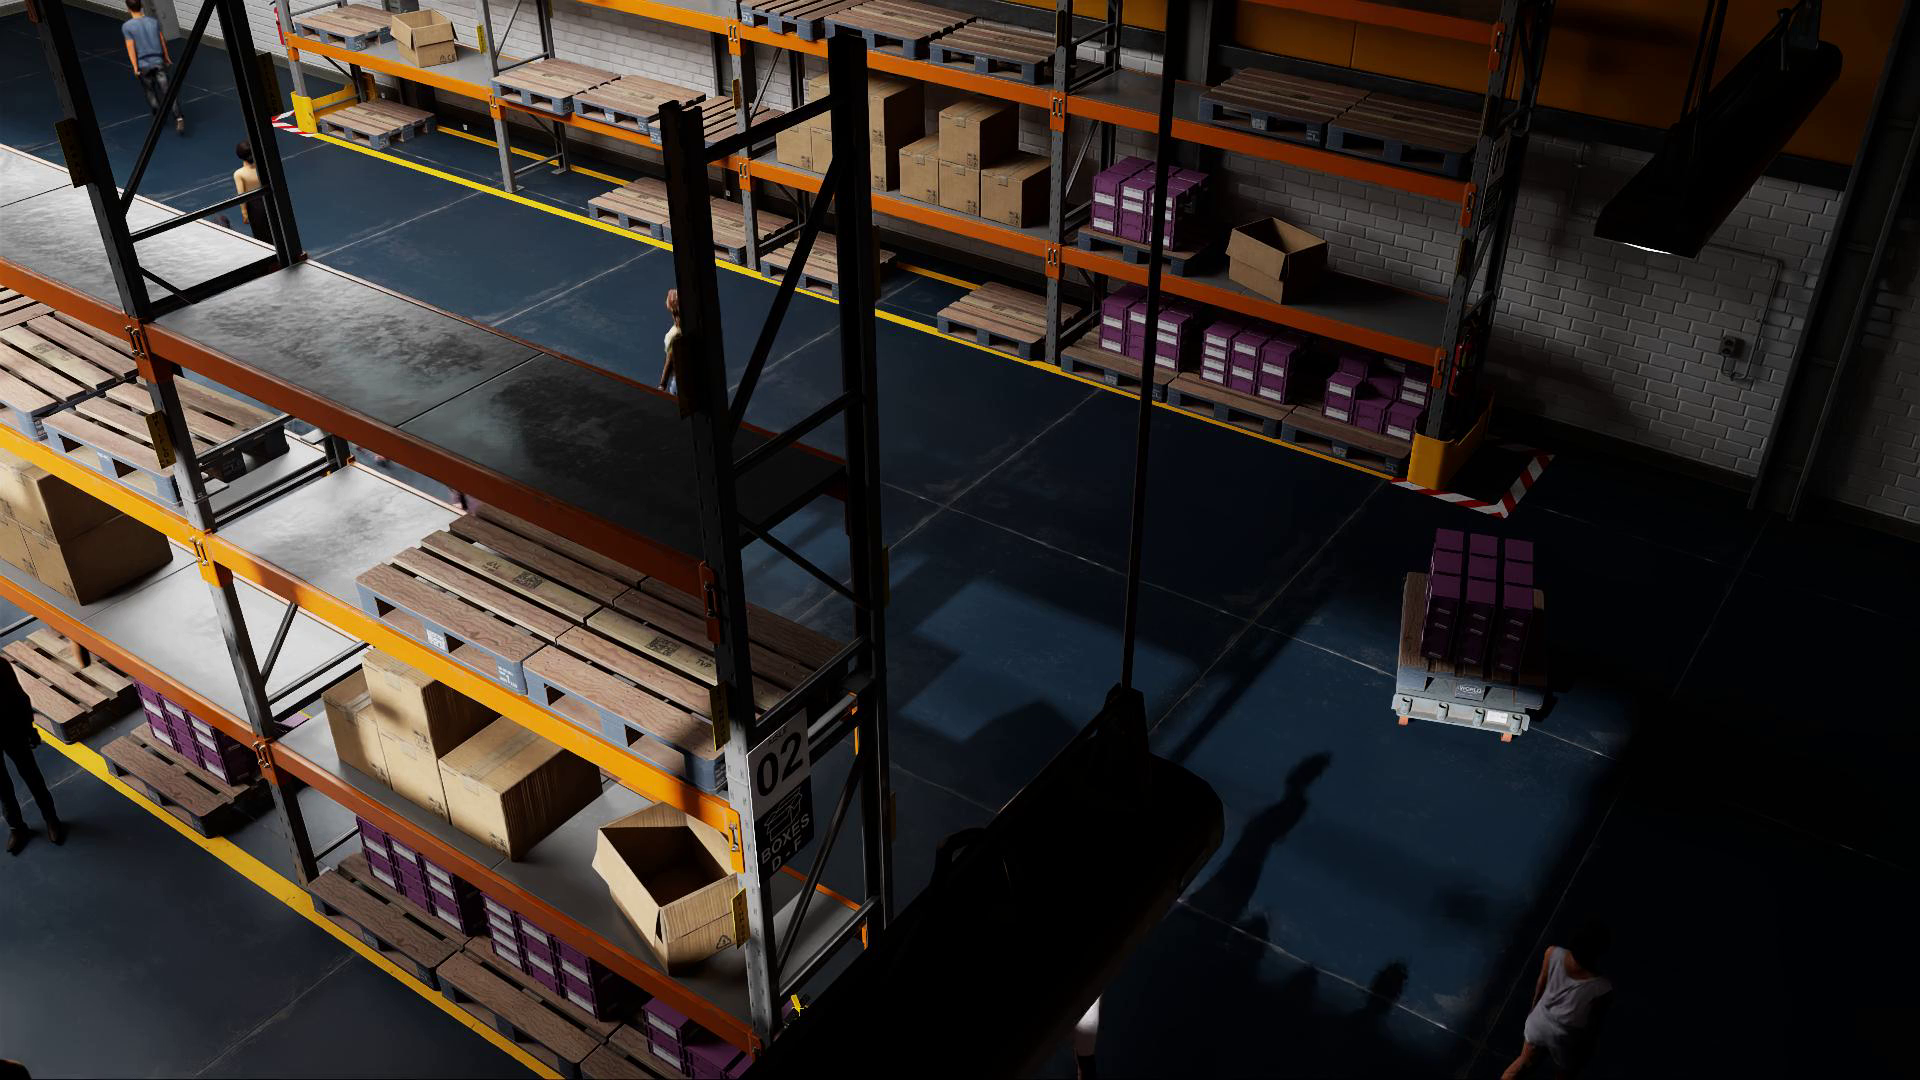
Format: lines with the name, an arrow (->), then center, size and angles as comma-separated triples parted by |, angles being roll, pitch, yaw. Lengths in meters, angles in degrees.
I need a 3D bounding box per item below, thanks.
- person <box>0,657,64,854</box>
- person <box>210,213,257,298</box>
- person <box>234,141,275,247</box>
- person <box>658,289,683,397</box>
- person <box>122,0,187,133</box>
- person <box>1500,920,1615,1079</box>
person -> -6.230, 1.243, 10.750 | 0.719, 1.782, 0.736 | -11, 35, -16
person -> -6.964, -2.290, 16.110 | 0.876, 1.733, 1.229 | -21, 39, -28
person -> -7.580, -3.548, 18.075 | 0.631, 1.652, 0.626 | -23, 40, -31
person -> -2.340, -1.401, 14.811 | 1.078, 1.690, 0.850 | 8, 34, 11
person -> -10.704, -6.294, 22.087 | 0.844, 1.784, 1.168 | -26, 41, -33
person -> 3.137, 2.636, 8.822 | 0.794, 1.597, 0.870 | -22, 39, -29
